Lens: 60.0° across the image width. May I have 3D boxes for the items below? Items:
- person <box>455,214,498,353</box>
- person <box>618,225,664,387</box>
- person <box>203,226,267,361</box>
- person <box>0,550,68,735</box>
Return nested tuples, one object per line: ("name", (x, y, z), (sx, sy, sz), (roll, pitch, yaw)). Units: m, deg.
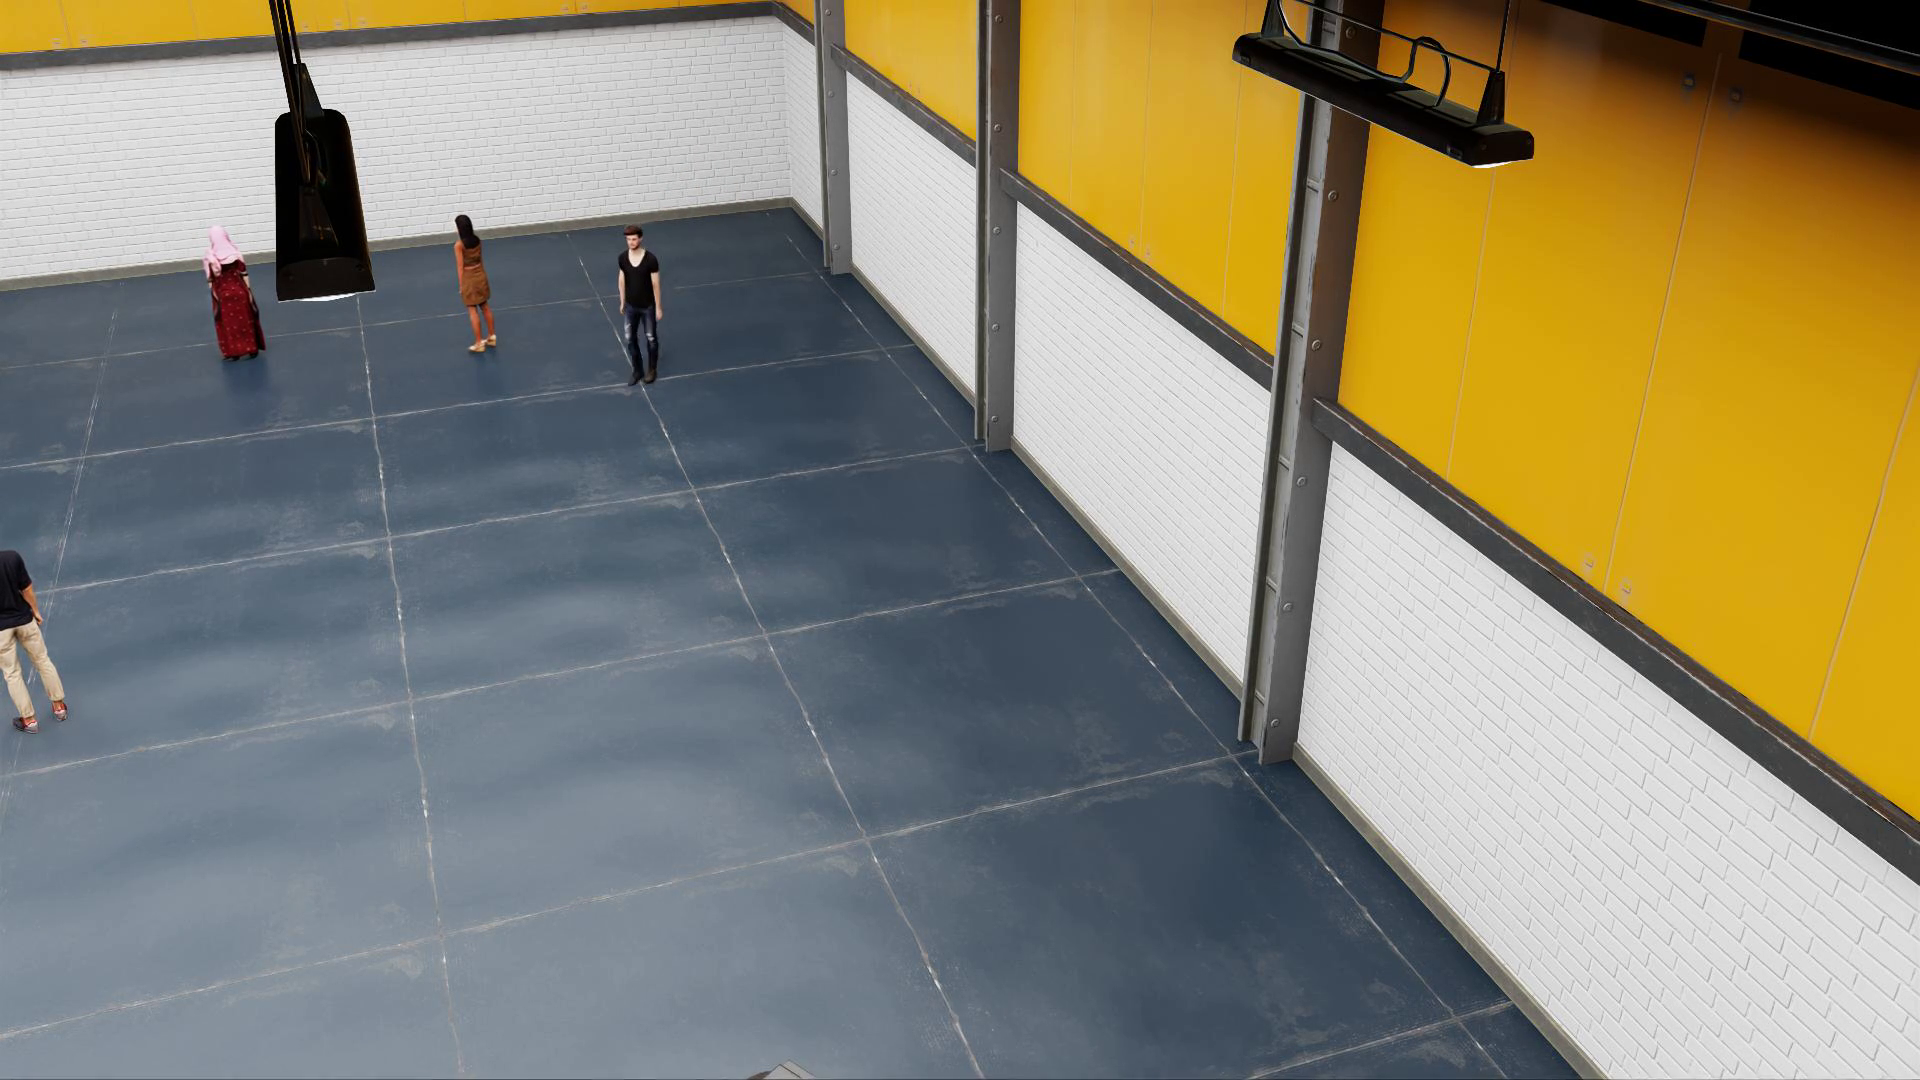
("person", (-5.877, -3.109, 20.091), (0.686, 1.684, 0.631), (14, 31, 23))
("person", (-3.653, -2.750, 19.222), (0.857, 1.886, 0.897), (5, 29, 9))
("person", (-8.708, -2.953, 19.859), (0.675, 1.632, 0.600), (-9, 30, -16))
("person", (-7.418, 0.661, 12.996), (0.697, 1.859, 0.714), (24, 36, 36))
